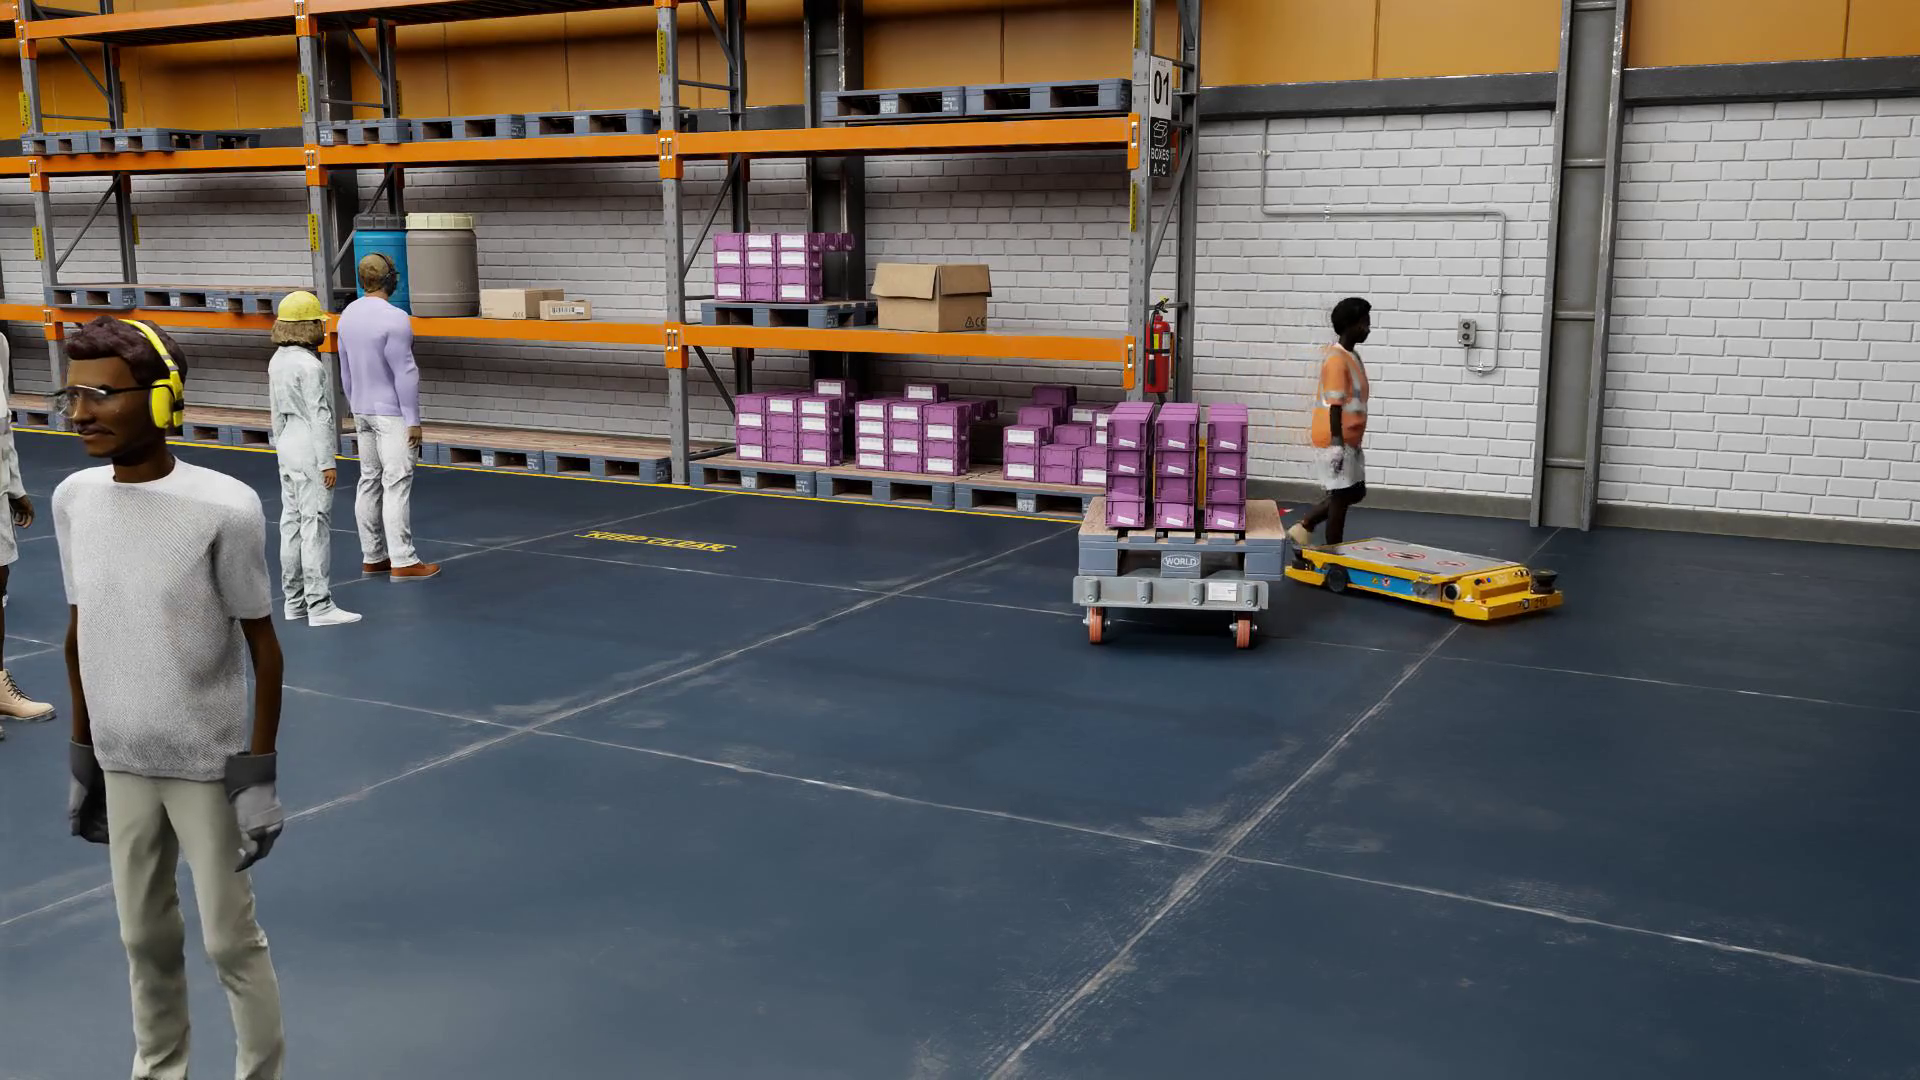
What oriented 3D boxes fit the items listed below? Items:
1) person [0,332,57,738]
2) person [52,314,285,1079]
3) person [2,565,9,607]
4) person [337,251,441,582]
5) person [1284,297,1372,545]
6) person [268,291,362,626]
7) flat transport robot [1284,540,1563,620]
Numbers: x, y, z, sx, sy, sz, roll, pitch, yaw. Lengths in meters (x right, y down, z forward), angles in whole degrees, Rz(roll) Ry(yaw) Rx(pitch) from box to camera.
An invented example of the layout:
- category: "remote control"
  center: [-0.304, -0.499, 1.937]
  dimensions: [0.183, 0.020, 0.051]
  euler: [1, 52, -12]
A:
- category: "person"
  center: [-4.005, -0.213, 6.721]
  dimensions: [0.370, 2.048, 0.607]
  euler: [2, 10, 9]
- category: "person"
  center: [-1.632, 0.475, 3.435]
  dimensions: [0.514, 1.872, 0.332]
  euler: [3, 11, 15]
- category: "person"
  center: [-5.429, -0.549, 8.924]
  dimensions: [0.392, 1.917, 0.593]
  euler: [9, 14, 42]
- category: "person"
  center: [-3.379, -0.720, 9.797]
  dimensions: [0.634, 1.940, 0.367]
  euler: [8, 13, 36]
- category: "person"
  center: [2.195, -0.590, 9.797]
  dimensions: [0.452, 1.682, 0.545]
  euler: [5, 11, 24]
- category: "person"
  center: [-3.405, -0.424, 8.714]
  dimensions: [0.493, 1.743, 0.295]
  euler: [9, 14, 41]
- category: "flat transport robot"
  center: [2.581, 0.194, 9.365]
  dimensions: [0.652, 0.197, 1.431]
  euler: [-7, 13, -35]
